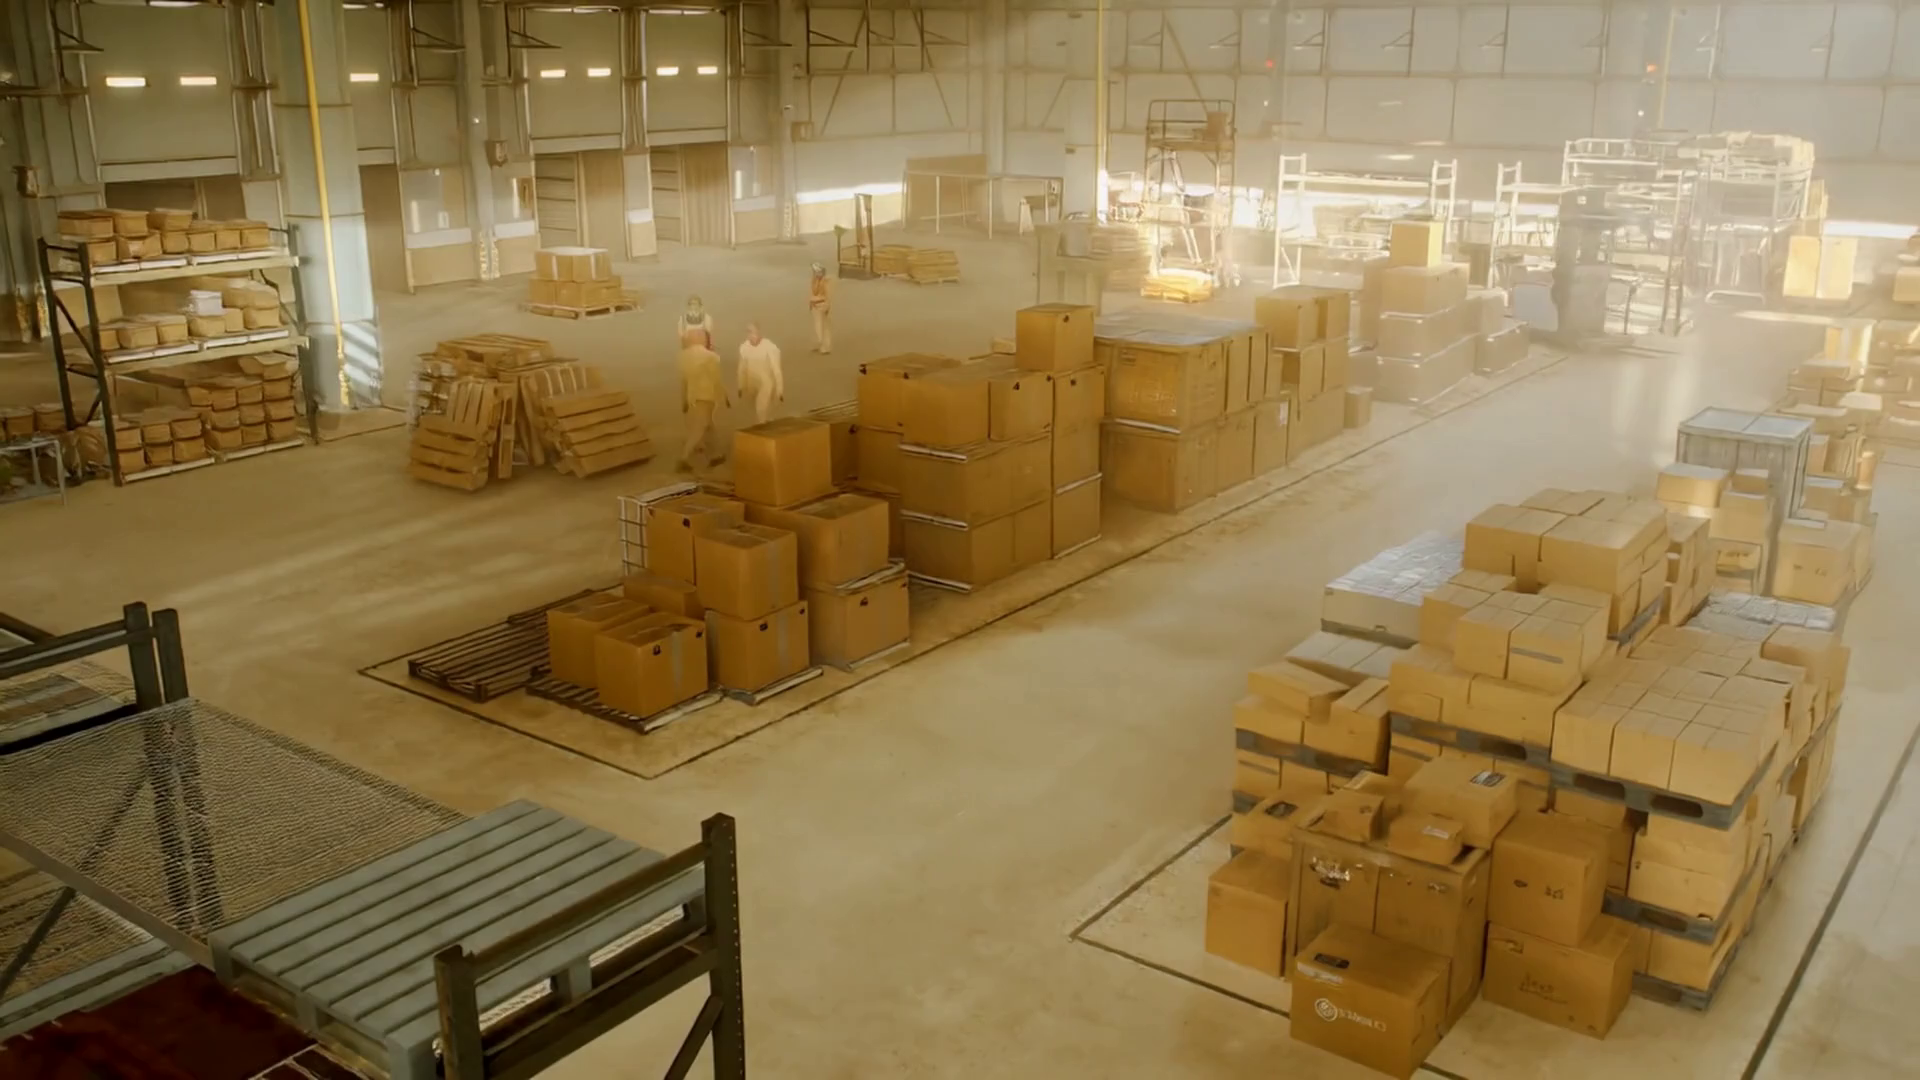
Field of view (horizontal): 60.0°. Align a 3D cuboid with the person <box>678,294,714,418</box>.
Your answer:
[{"bbox_3d":[-3.905,-2.747,24.660,0.516,1.830,0.501,-1,17,-4],"label":"person"}]

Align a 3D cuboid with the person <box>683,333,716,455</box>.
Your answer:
[{"bbox_3d":[-3.488,-1.979,22.310,0.517,1.706,0.423,1,17,4],"label":"person"}]

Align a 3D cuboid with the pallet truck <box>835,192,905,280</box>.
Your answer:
[{"bbox_3d":[-1.936,-7.159,38.982,1.885,1.965,0.823,-12,21,-34],"label":"pallet truck"}]

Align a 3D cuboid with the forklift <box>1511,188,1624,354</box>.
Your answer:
[{"bbox_3d":[11.109,-4.923,30.074,1.129,2.768,1.873,-12,21,-34],"label":"forklift"}]

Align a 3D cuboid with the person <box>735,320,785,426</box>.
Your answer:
[{"bbox_3d":[-2.655,-1.989,22.076,0.620,1.881,1.027,15,22,40],"label":"person"}]

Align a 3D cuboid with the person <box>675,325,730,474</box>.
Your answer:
[{"bbox_3d":[-3.384,-1.809,21.463,0.650,1.897,0.984,11,20,33],"label":"person"}]

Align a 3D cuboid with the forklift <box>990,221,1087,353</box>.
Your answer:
[{"bbox_3d":[1.462,-3.273,24.612,1.873,2.768,1.129,12,21,35],"label":"forklift"}]

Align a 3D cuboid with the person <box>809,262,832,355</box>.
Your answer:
[{"bbox_3d":[-2.476,-4.118,29.522,0.522,1.640,0.306,16,23,42],"label":"person"}]

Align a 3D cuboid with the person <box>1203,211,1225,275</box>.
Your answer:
[{"bbox_3d":[5.939,-7.238,39.410,0.863,1.896,0.574,14,22,38],"label":"person"}]
